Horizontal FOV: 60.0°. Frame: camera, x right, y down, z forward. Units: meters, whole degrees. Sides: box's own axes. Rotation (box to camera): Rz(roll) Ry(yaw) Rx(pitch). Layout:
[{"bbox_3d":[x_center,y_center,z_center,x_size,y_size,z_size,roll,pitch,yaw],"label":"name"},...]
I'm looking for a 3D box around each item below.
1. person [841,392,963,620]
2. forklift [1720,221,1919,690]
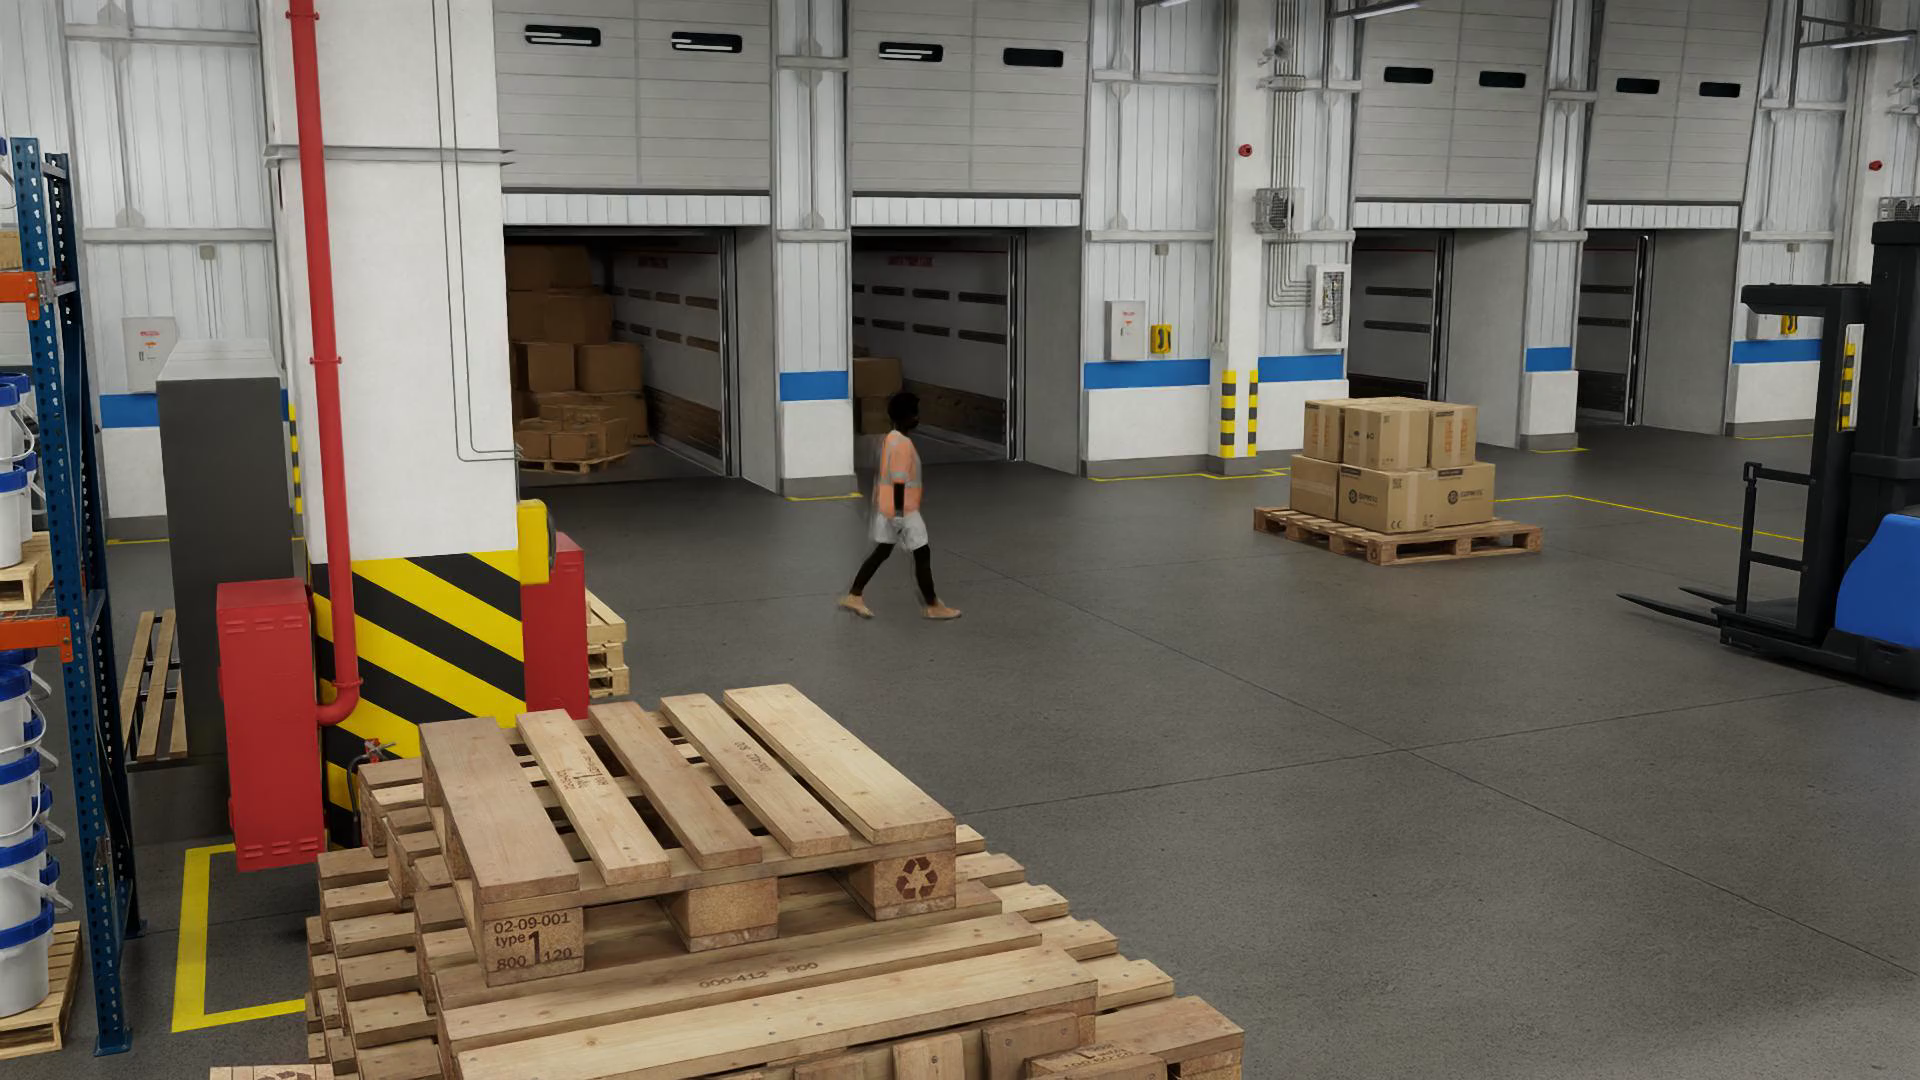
[{"bbox_3d":[-0.454,-0.233,11.840,0.854,1.658,0.534,-2,10,-11],"label":"person"},{"bbox_3d":[5.949,-0.550,10.218,1.129,2.768,1.873,-4,11,-23],"label":"forklift"}]
